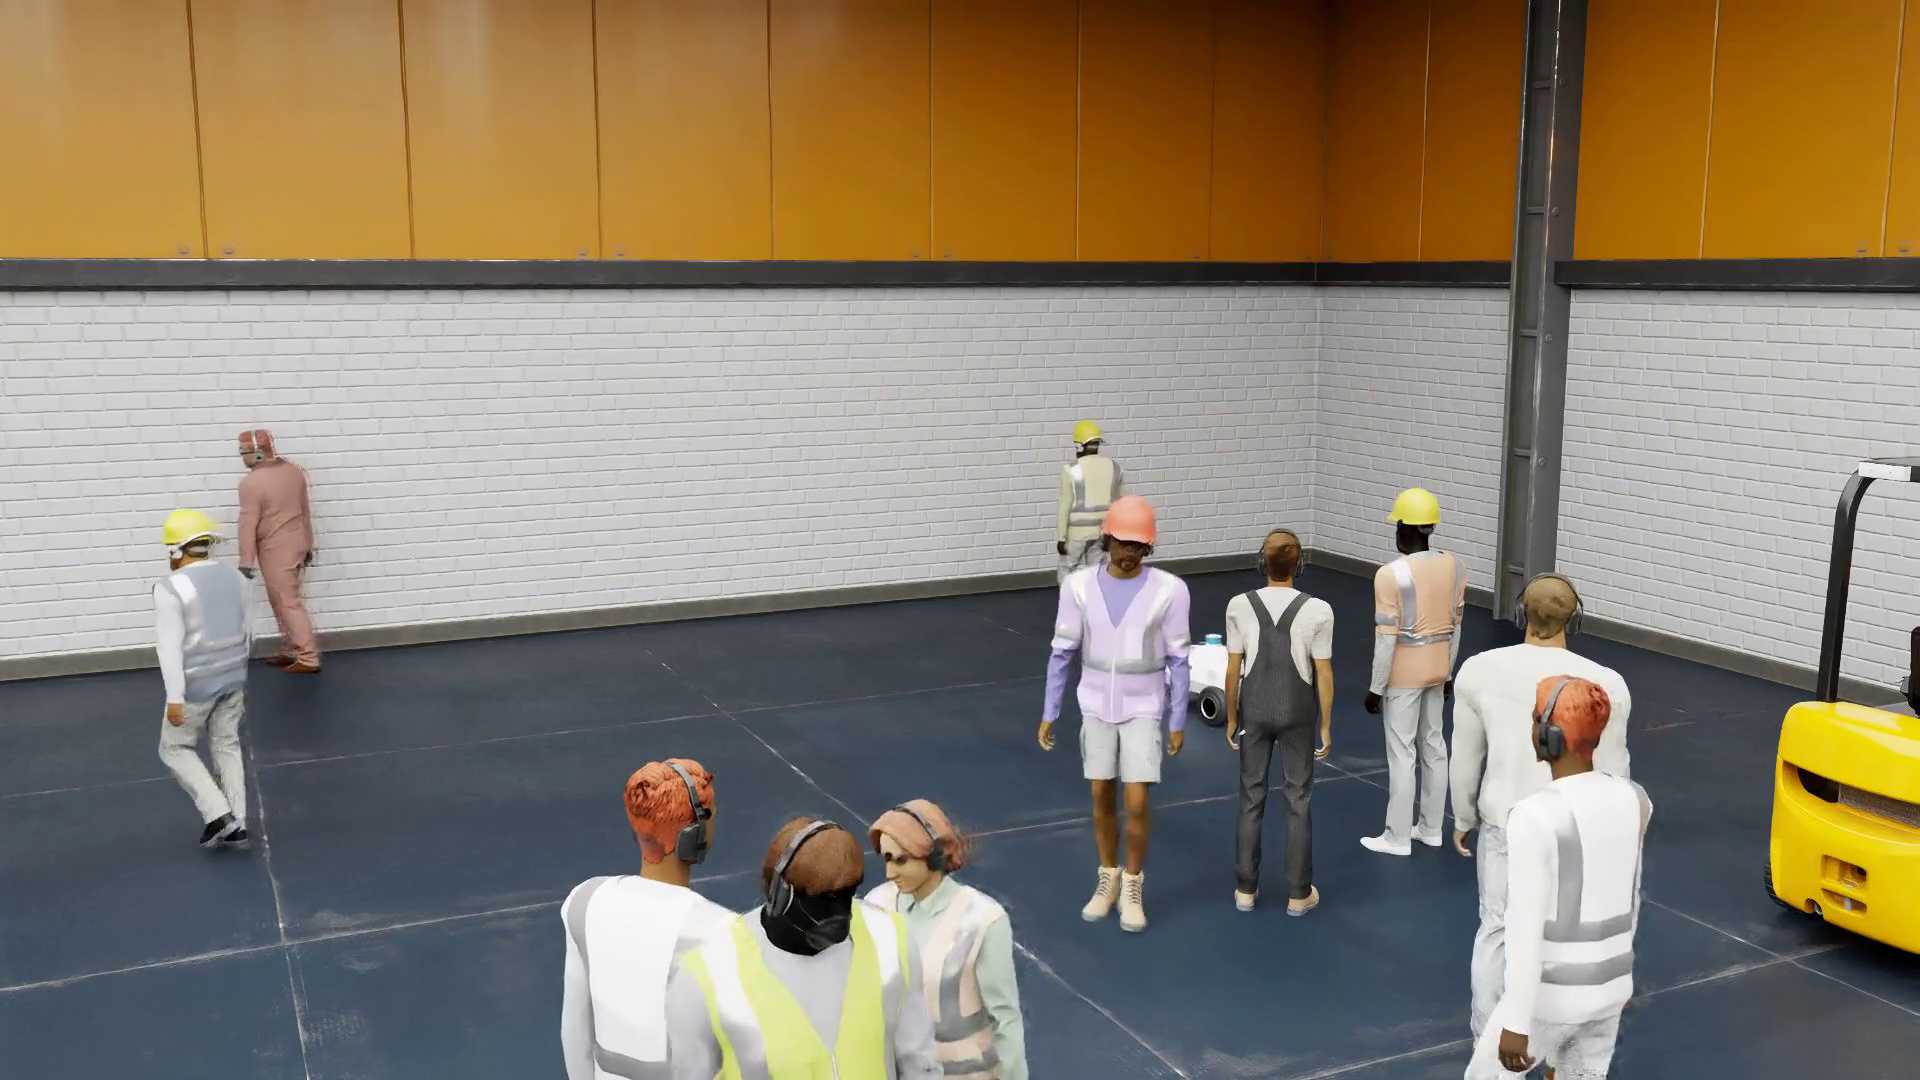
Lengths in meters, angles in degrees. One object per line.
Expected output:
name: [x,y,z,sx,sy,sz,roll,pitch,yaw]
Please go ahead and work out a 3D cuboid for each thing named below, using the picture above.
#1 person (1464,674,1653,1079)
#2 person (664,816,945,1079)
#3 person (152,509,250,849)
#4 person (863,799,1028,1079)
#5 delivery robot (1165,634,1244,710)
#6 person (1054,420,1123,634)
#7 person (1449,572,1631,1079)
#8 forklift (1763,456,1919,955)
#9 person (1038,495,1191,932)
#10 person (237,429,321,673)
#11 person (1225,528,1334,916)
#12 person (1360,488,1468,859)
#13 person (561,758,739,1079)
person: [1.765,1.319,4.903,0.614,1.867,0.439,-5,11,-31]
person: [-0.299,1.536,3.812,0.614,1.798,0.864,-5,11,-30]
person: [-3.952,0.740,8.681,0.445,1.810,0.634,4,10,21]
person: [0.012,1.487,4.673,0.547,1.616,0.549,7,12,38]
delivery robot: [1.730,0.888,11.366,0.477,0.478,0.707,-6,11,-34]
person: [1.050,-0.081,13.735,0.618,1.827,0.436,-4,10,-24]
person: [2.147,1.078,6.198,0.638,1.937,0.357,6,11,31]
forklift: [4.857,0.731,7.561,2.313,2.155,1.214,-4,10,-25]
person: [0.697,0.800,7.679,0.681,2.027,0.521,4,10,21]
person: [-5.147,0.100,12.484,0.619,1.873,0.682,1,9,7]
person: [1.503,0.857,7.855,0.510,1.846,0.341,3,10,18]
person: [2.348,0.689,8.636,0.586,1.930,0.357,-5,11,-30]
person: [-0.700,1.453,4.041,0.578,1.882,0.346,6,11,31]
